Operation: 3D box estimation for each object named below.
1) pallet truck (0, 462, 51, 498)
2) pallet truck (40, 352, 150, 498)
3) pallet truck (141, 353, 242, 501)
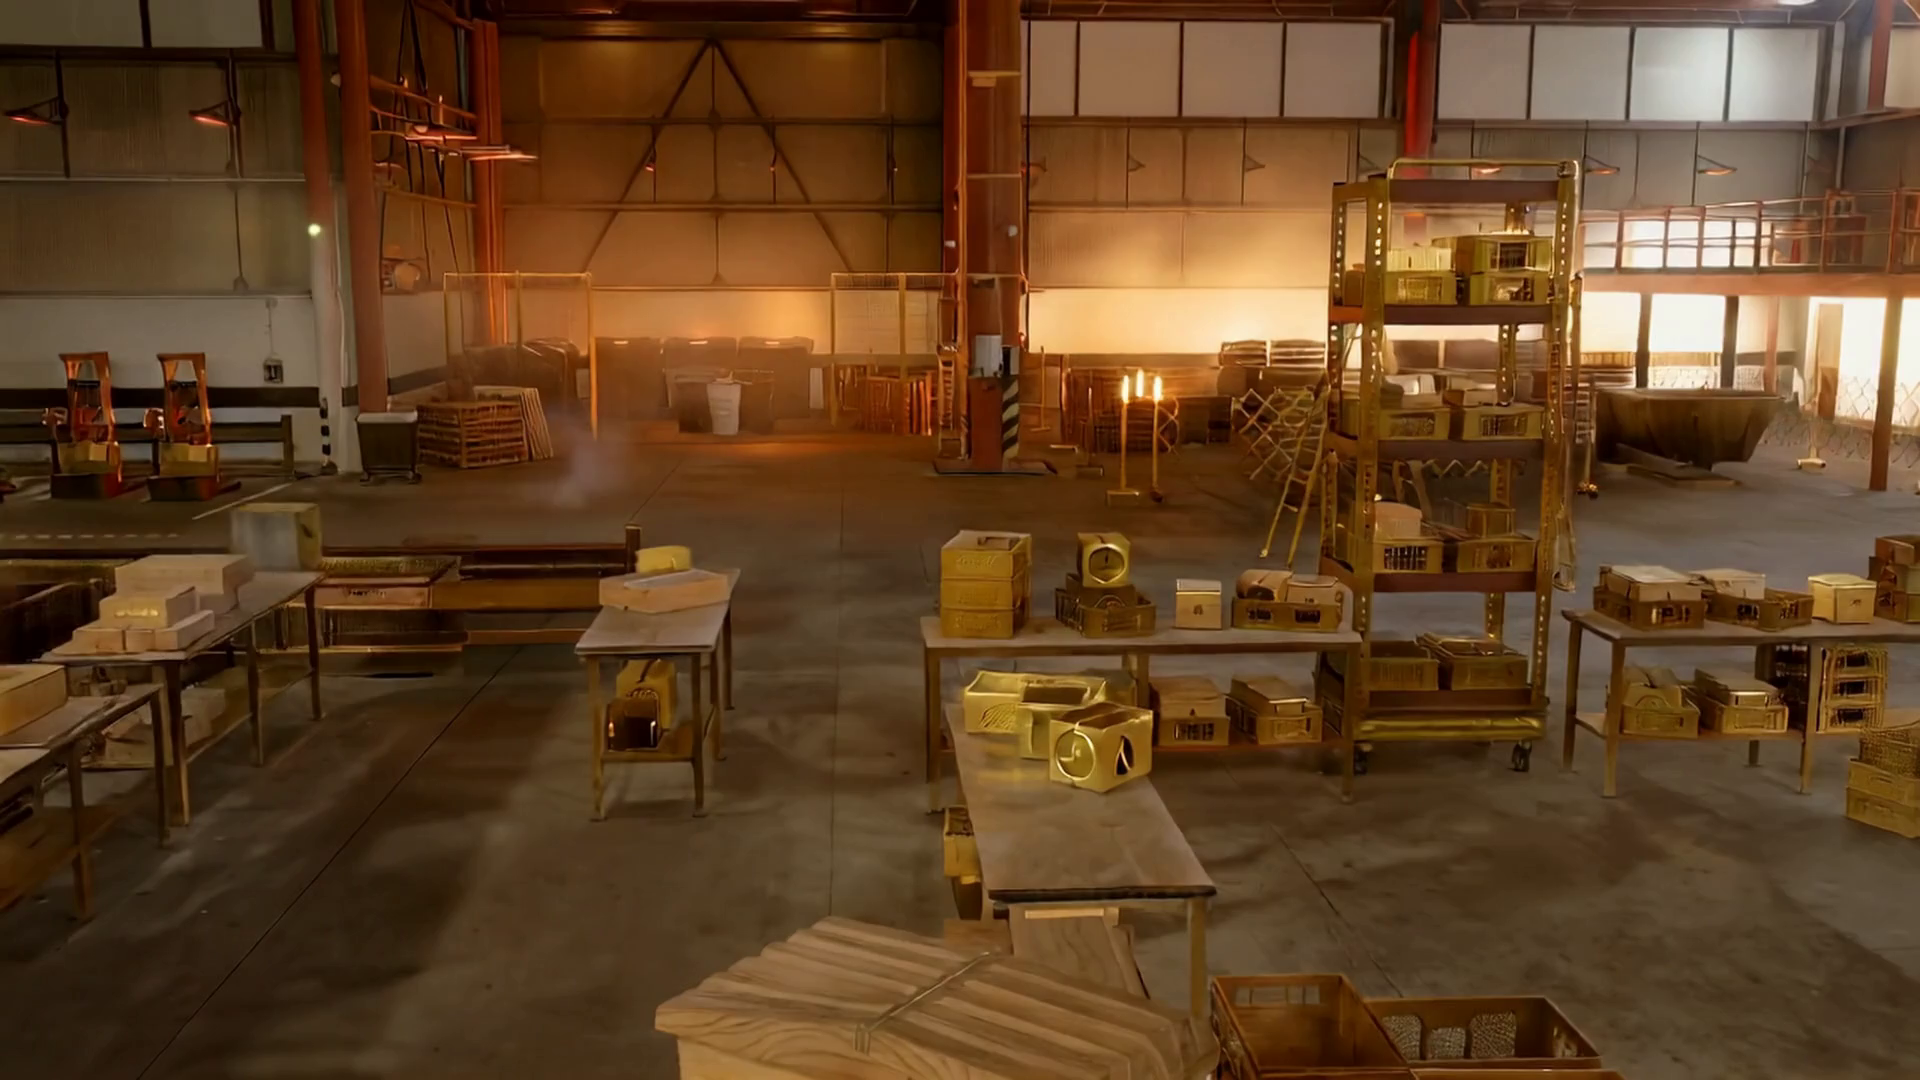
[{"bbox_3d":[-13.193,-1.293,23.148,0.653,1.274,1.630,-1,9,-4],"label":"pallet truck"},{"bbox_3d":[-11.907,-1.642,23.165,0.823,1.965,1.885,0,9,0],"label":"pallet truck"},{"bbox_3d":[-10.520,-1.604,22.925,0.823,1.965,1.885,-1,9,-6],"label":"pallet truck"}]
